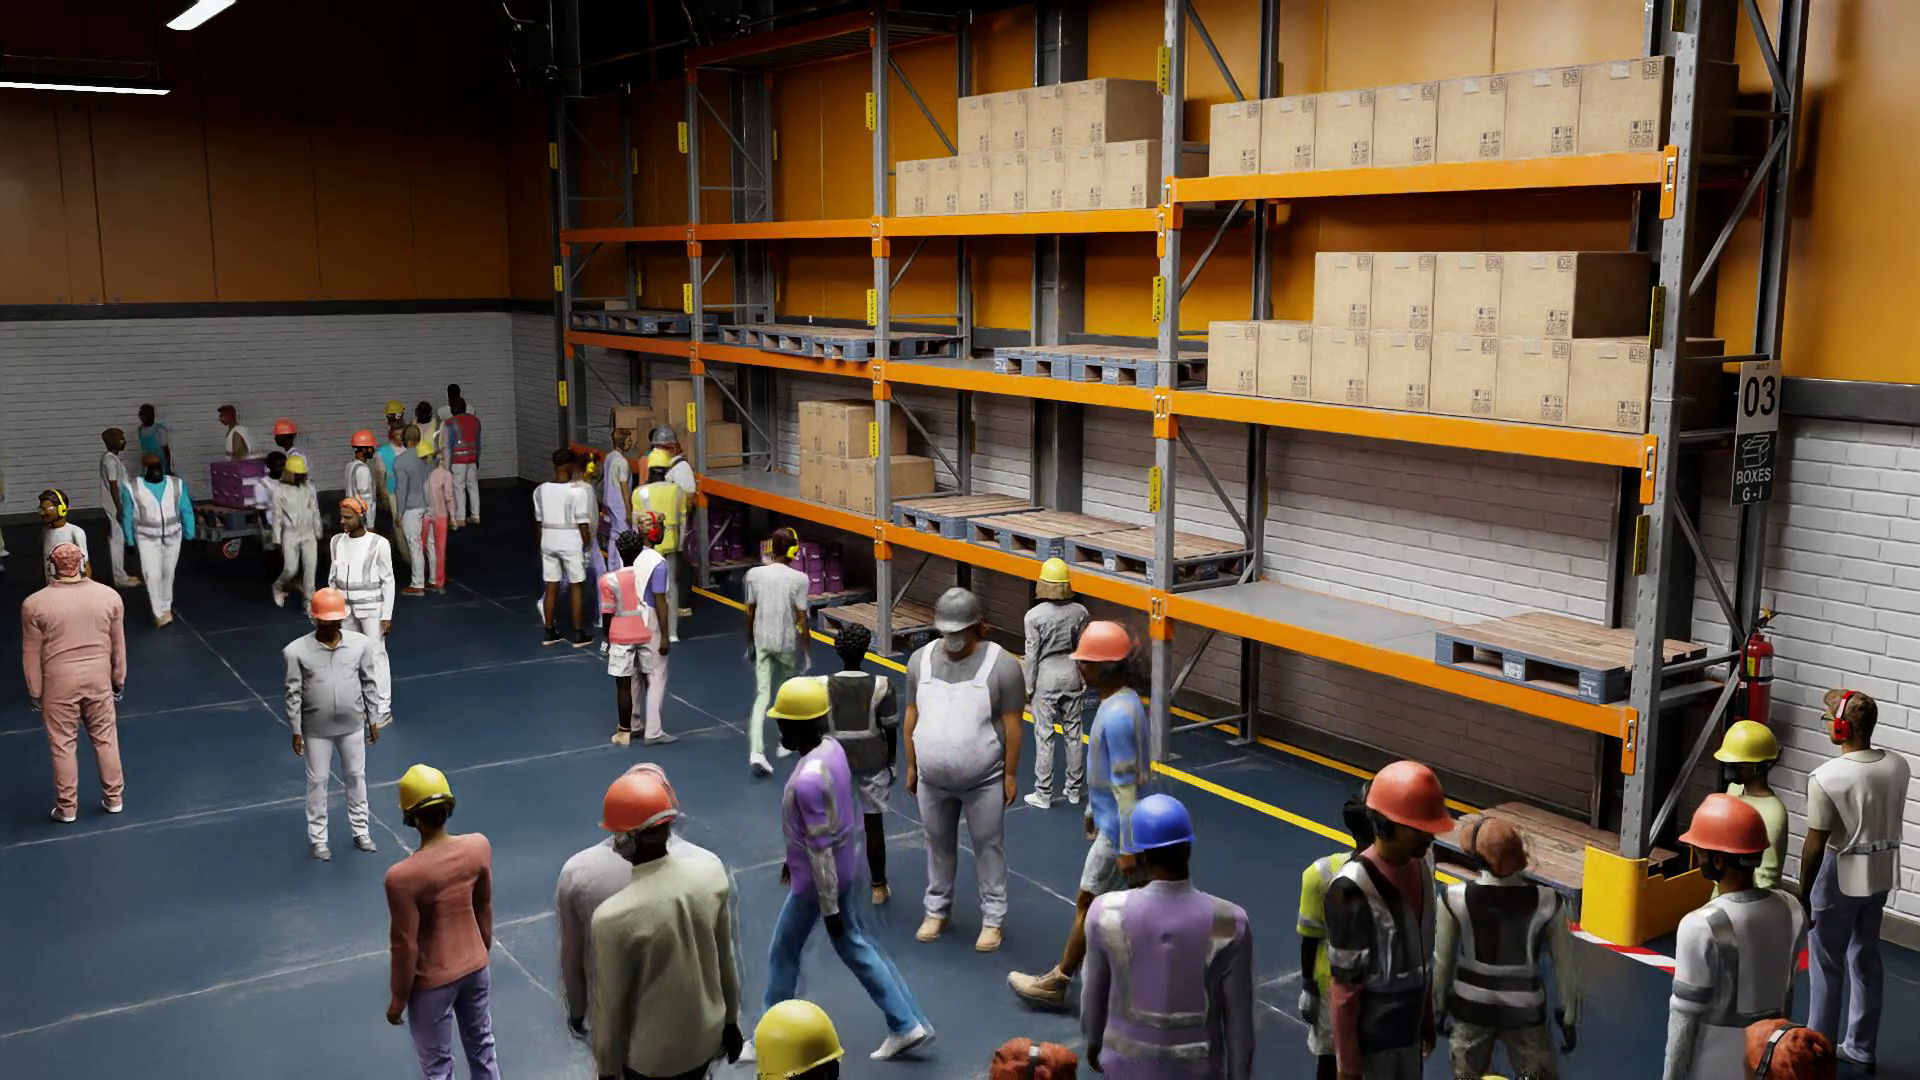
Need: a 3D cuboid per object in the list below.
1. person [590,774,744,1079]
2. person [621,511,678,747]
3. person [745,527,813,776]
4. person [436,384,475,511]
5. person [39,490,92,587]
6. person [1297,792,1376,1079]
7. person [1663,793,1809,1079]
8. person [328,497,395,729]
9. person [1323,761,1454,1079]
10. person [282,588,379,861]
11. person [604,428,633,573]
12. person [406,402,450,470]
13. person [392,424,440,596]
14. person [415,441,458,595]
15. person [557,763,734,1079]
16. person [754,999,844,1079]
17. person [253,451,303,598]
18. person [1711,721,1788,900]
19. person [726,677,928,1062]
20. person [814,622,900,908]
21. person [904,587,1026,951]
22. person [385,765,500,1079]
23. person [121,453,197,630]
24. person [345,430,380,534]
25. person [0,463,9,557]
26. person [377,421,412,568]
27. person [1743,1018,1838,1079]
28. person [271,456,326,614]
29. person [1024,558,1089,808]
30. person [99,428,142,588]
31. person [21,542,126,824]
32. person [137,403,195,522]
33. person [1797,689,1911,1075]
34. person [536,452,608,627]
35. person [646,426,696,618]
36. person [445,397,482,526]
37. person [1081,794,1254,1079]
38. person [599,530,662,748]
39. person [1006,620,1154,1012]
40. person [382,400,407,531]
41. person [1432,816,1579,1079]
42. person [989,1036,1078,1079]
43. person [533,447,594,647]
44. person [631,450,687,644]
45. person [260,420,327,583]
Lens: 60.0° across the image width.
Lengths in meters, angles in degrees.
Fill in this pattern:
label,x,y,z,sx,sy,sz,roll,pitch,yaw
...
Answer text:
label,x,y,z,sx,sy,sz,roll,pitch,yaw
person,-1.056,1.807,6.008,0.518,1.968,0.627,7,12,36
person,-2.455,0.689,12.983,0.393,1.833,0.564,-9,13,-42
person,-1.371,0.810,12.347,0.560,1.820,0.926,2,10,10
person,-7.503,-1.373,24.828,0.592,1.922,0.392,-7,12,-37
person,-7.539,0.494,14.019,0.521,1.870,0.319,4,11,24
person,1.631,1.823,6.778,0.546,1.687,0.355,-1,10,-4
person,2.709,1.846,5.933,0.552,1.928,0.387,-4,10,-21
person,-4.840,0.586,13.436,0.585,1.882,0.343,3,10,18
person,1.562,1.776,6.043,0.410,2.030,0.611,9,13,43
person,-3.956,1.153,10.519,0.566,1.744,0.350,-6,12,-33
person,-3.945,-0.386,19.310,0.351,1.834,0.518,-6,12,-33
person,-7.380,-1.001,22.971,0.663,1.816,0.478,-1,10,-5
person,-6.114,-0.340,18.714,0.375,1.940,0.627,5,11,29
person,-5.942,-0.246,18.725,0.561,1.750,0.357,-3,10,-18
person,-1.193,1.790,6.379,0.662,1.887,0.613,-1,10,-9
person,-0.386,2.144,4.313,0.590,1.880,0.881,-1,10,-8
person,-7.507,-0.157,18.439,0.636,1.659,0.563,7,12,35
person,3.514,1.665,7.481,0.339,1.761,0.529,1,10,7
person,-0.613,1.554,7.770,0.950,1.889,0.591,2,10,11
person,-0.619,1.316,9.698,0.542,1.695,0.316,0,10,-2
person,-0.004,1.239,9.147,0.686,2.000,0.535,3,10,19
person,-2.126,1.778,6.806,0.328,1.762,0.523,6,11,31
person,-8.225,0.000,17.125,0.635,1.794,0.938,-8,12,-39
person,-6.489,-0.241,18.155,0.388,1.931,0.543,-7,12,-34
person,-12.356,-0.581,21.026,0.499,1.632,0.285,-3,10,-16
person,-6.847,-0.565,20.376,0.575,1.820,0.499,-8,13,-39
person,2.107,2.147,4.300,0.576,1.880,0.351,-4,10,-21
person,-7.054,-0.054,17.660,0.544,1.715,0.501,8,12,39
person,0.653,0.985,11.509,0.487,1.744,0.294,-5,11,-25
person,-9.722,-0.375,19.192,0.343,1.847,0.507,-6,11,-30
person,-5.983,0.954,11.254,0.400,1.900,0.636,9,13,42
person,-11.173,-1.043,23.292,0.524,1.807,0.898,3,10,15
person,4.086,1.598,7.647,0.559,1.836,0.394,-4,10,-21
person,-3.911,0.007,17.039,0.884,1.828,0.520,2,10,10
person,-3.094,-0.193,17.553,0.536,2.000,0.683,-7,12,-35
person,-7.058,-1.114,23.571,0.429,1.835,0.642,6,11,30
person,0.736,1.840,6.029,0.600,1.904,0.789,0,10,3
person,-2.542,0.766,12.926,0.533,1.697,0.319,-6,11,-30
person,0.707,1.396,8.310,0.989,2.004,0.646,2,10,10
person,-7.794,-1.034,23.128,0.403,1.825,0.593,-6,11,-31
person,2.195,1.902,6.560,0.674,1.602,0.393,3,10,17
person,0.151,2.157,4.220,0.346,1.883,0.586,1,10,5
person,-3.871,0.068,16.272,0.612,1.957,0.384,3,10,20
person,-3.029,0.054,16.528,0.599,1.891,0.872,-6,11,-32
person,-7.893,-0.452,19.475,0.860,1.904,0.555,-4,10,-22
